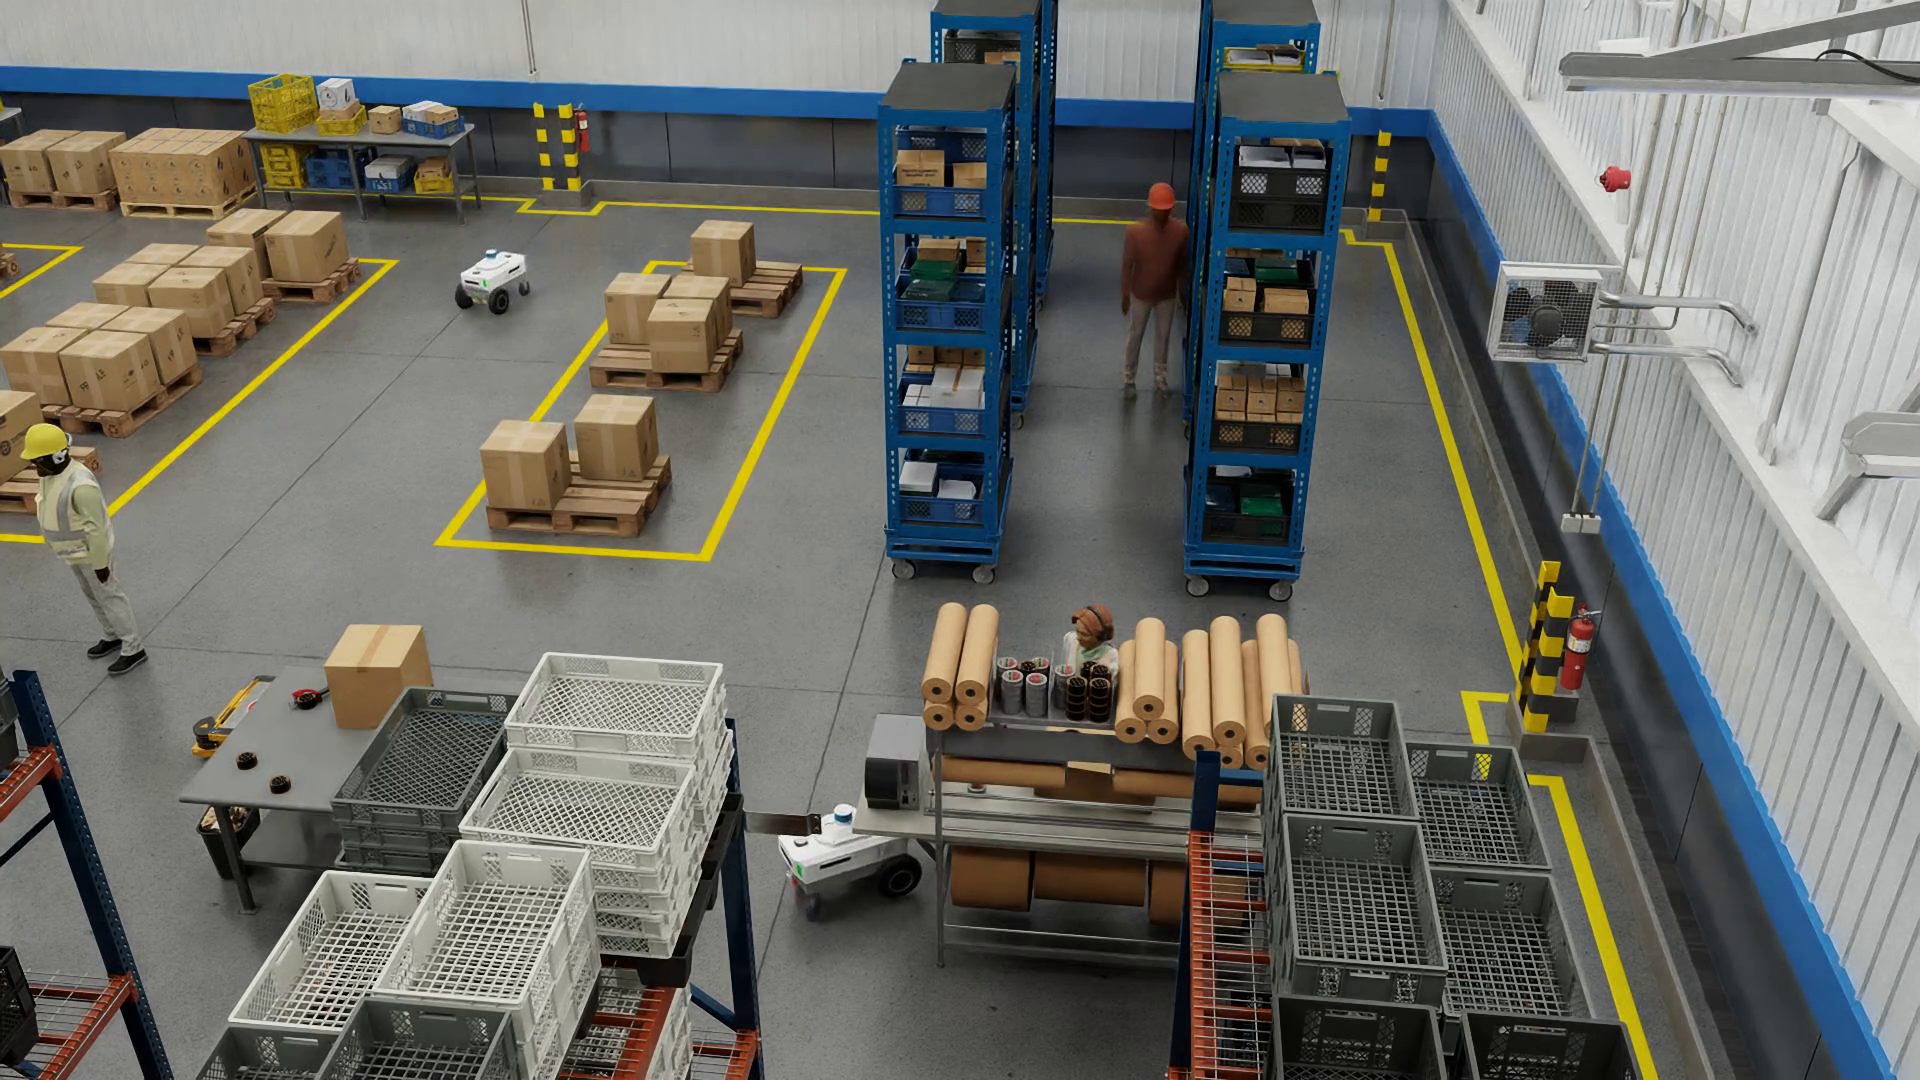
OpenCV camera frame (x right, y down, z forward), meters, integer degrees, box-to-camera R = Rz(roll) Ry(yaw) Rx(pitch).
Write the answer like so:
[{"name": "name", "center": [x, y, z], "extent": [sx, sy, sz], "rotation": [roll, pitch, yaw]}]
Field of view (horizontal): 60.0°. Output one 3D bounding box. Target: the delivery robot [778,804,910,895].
[{"name": "delivery robot", "center": [-0.650, 1.704, 9.350], "extent": [0.707, 0.478, 0.477], "rotation": [-14, 33, -22]}]

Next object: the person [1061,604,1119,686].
[{"name": "person", "center": [0.744, 1.061, 9.479], "extent": [0.311, 1.633, 0.517], "rotation": [-22, 37, -32]}]

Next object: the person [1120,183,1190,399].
[{"name": "person", "center": [1.724, -2.203, 14.729], "extent": [0.623, 1.992, 0.396], "rotation": [-6, 31, -10]}]

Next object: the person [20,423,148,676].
[{"name": "person", "center": [-5.836, 0.042, 11.042], "extent": [0.589, 1.824, 0.403], "rotation": [25, 38, 36]}]

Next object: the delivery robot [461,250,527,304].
[{"name": "delivery robot", "center": [-4.746, -2.711, 16.933], "extent": [0.477, 0.478, 0.707], "rotation": [12, 32, 20]}]
